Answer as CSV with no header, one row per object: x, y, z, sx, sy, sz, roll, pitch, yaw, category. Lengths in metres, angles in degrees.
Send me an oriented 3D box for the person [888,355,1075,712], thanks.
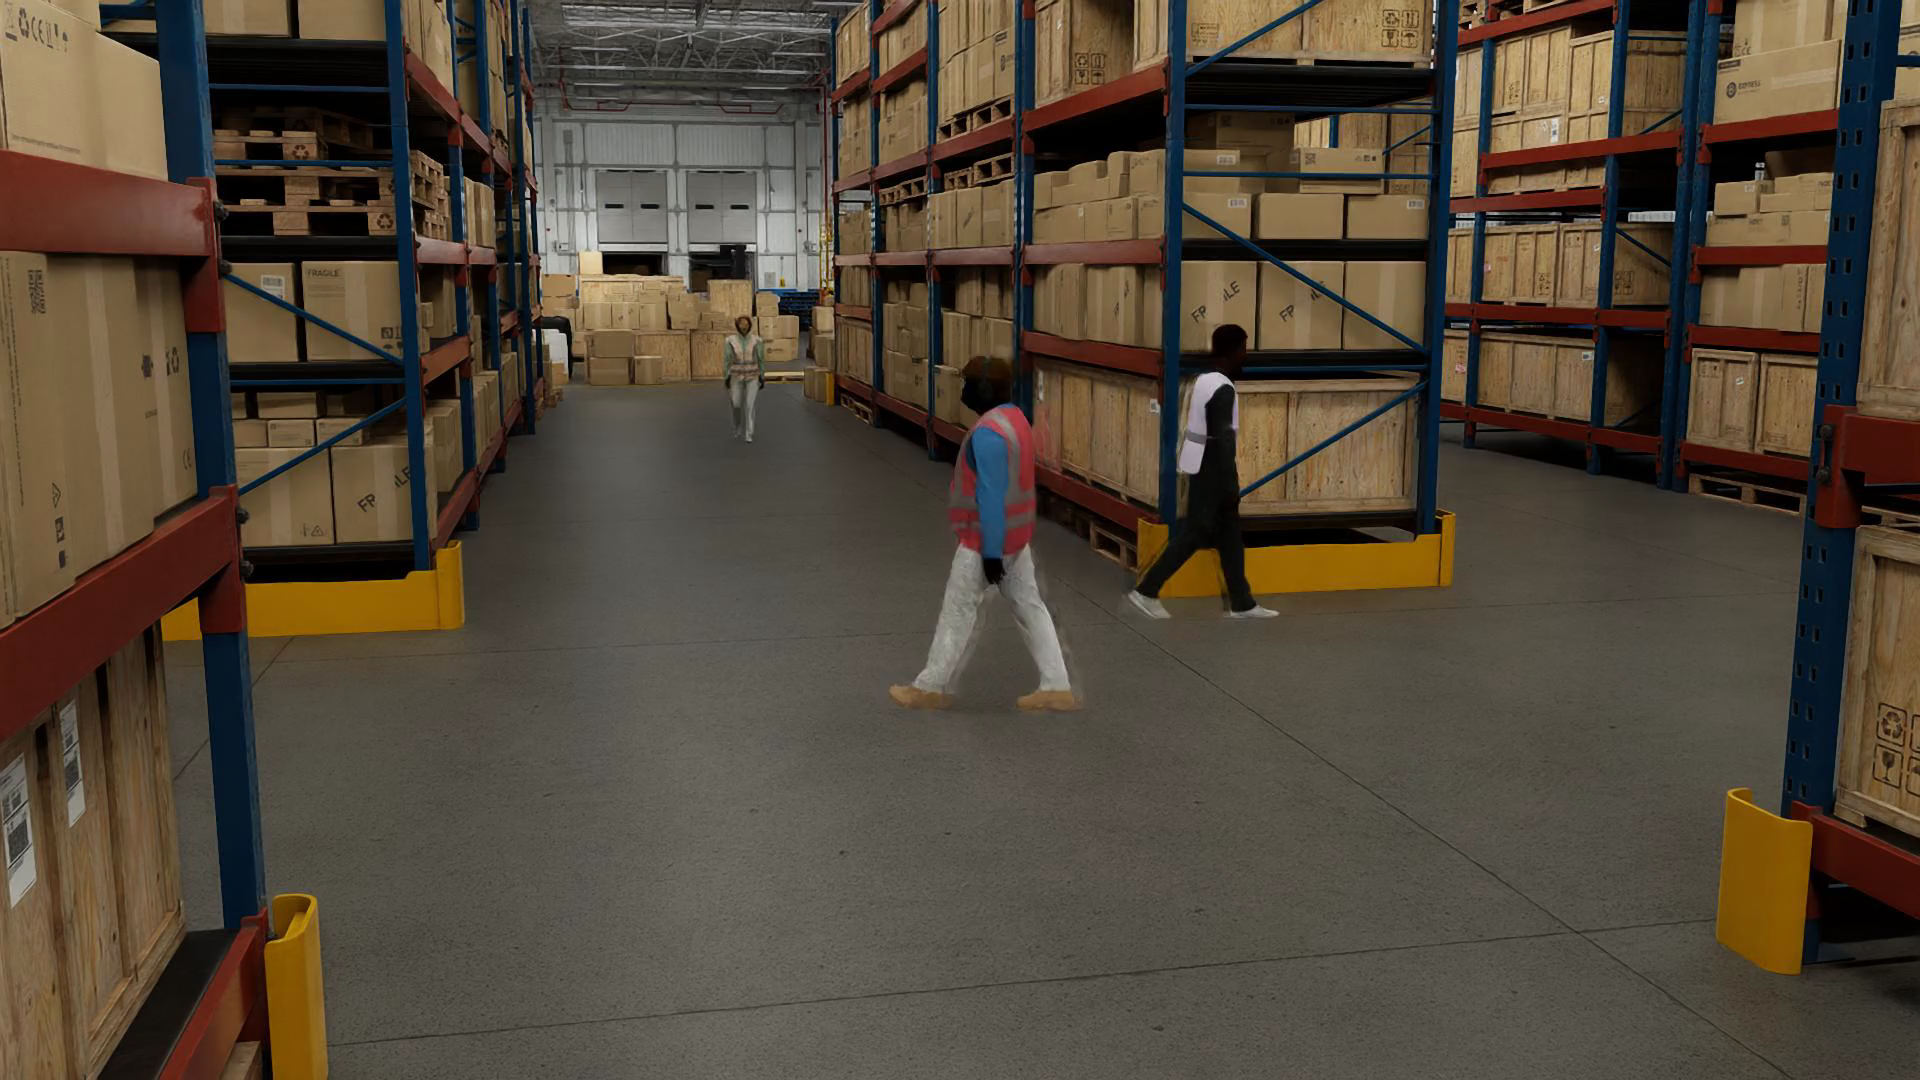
0.144,-0.017,8.255,0.959,1.793,0.641,3,10,17,person

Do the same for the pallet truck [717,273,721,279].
-8.580,-8.986,62.280,1.885,1.965,0.823,1,9,5,pallet truck

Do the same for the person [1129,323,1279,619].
1.524,-0.413,10.414,0.929,1.882,0.604,0,9,1,person

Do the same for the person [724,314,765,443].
-2.724,-2.042,21.072,0.516,1.628,0.383,-1,9,-6,person

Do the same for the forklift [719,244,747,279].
-6.140,-6.632,45.249,1.873,2.768,1.129,-7,12,-37,forklift
